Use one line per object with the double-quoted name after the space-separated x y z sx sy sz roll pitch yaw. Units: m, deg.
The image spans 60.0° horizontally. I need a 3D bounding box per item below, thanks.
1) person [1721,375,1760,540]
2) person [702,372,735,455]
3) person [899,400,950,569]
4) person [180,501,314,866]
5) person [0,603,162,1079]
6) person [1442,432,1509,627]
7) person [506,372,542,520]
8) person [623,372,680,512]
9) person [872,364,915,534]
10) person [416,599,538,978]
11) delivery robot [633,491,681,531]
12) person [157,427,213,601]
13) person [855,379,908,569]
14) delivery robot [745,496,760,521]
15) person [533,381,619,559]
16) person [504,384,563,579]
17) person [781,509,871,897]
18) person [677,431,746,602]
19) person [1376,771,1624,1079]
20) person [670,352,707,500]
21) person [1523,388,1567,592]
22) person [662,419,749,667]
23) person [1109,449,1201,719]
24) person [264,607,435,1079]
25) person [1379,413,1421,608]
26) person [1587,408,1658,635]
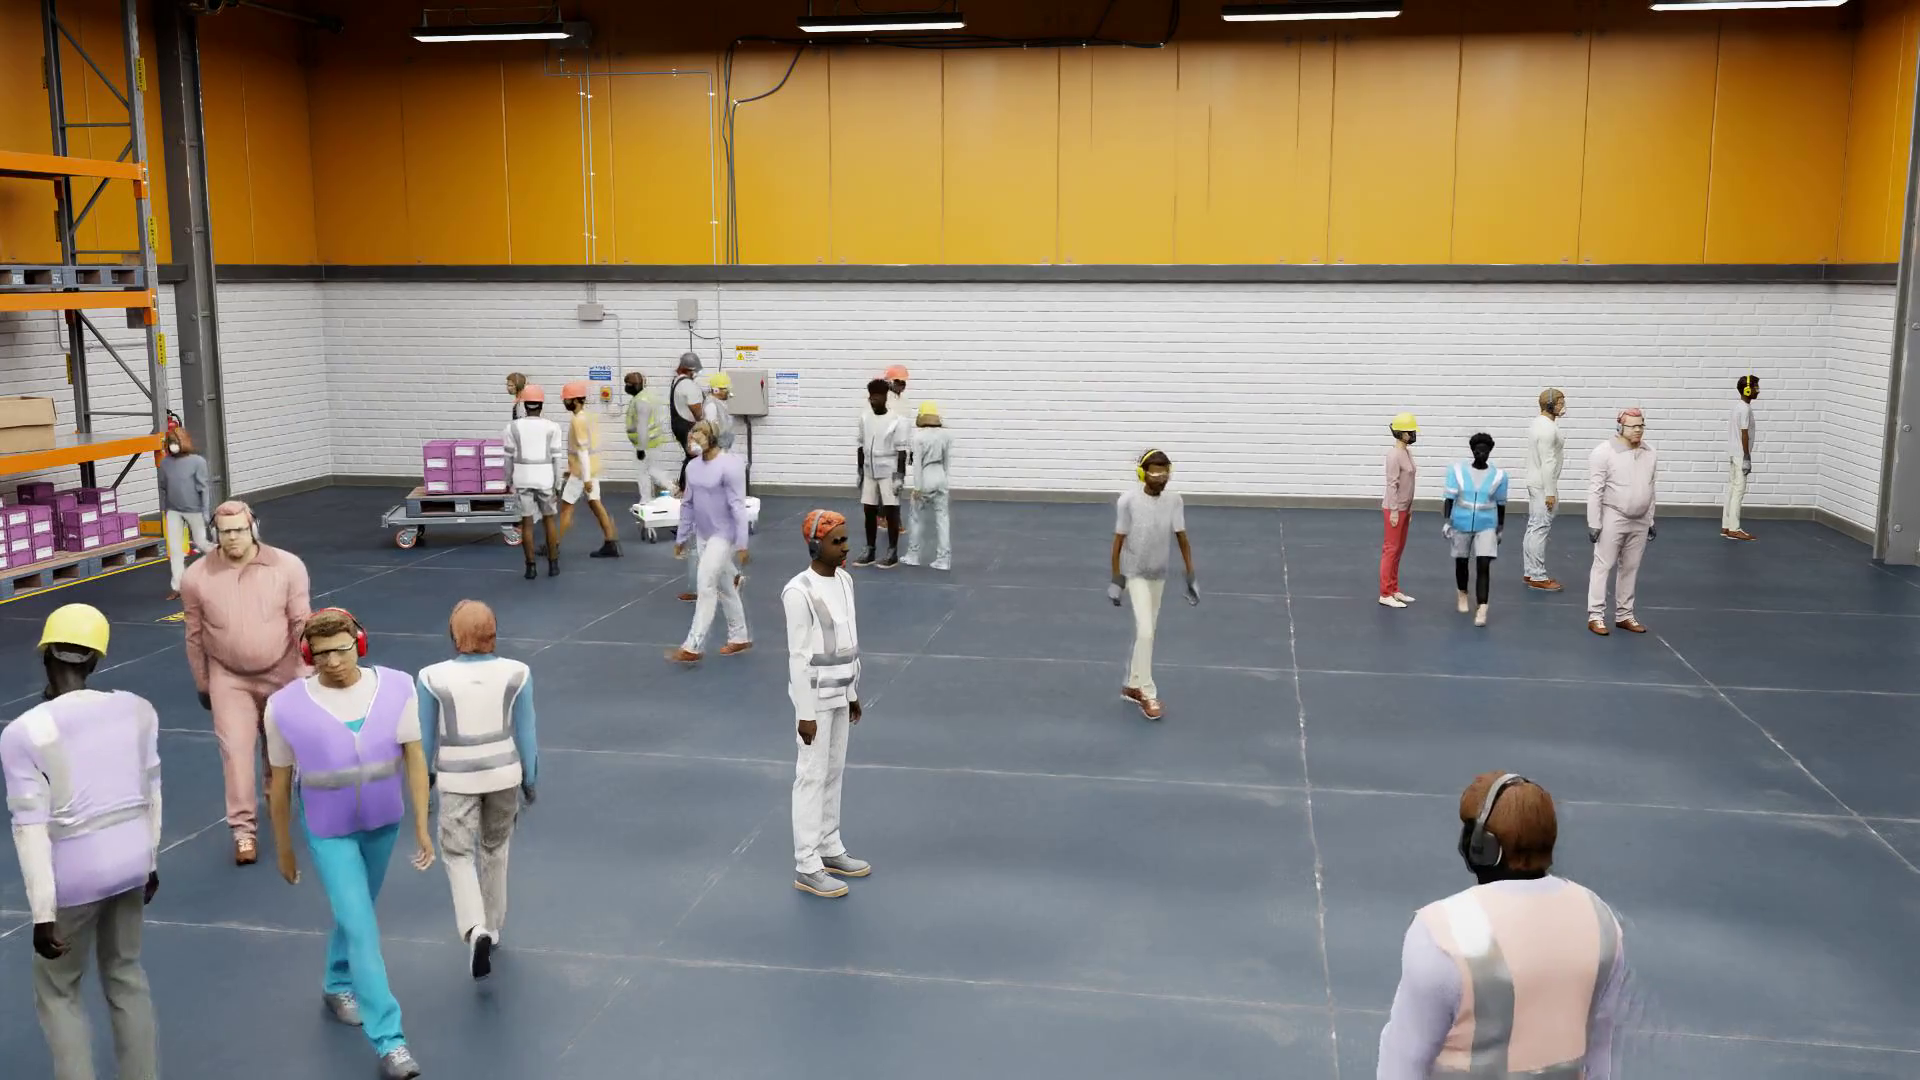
8.915 -0.943 18.947 0.328 1.872 0.514 2 9 10 "person"
-2.971 -1.149 20.407 0.447 1.812 0.656 0 9 2 "person"
-0.351 -0.573 17.100 0.508 1.712 0.747 -7 12 -38 "person"
-3.776 0.695 8.875 0.634 1.860 1.029 -4 10 -24 "person"
-3.017 1.169 5.801 0.543 1.879 0.605 5 10 28 "person"
4.489 -0.125 14.519 0.536 1.659 0.823 3 10 19 "person"
-5.359 -1.121 20.197 0.630 1.821 0.505 -3 10 -20 "person"
-3.887 -1.222 20.919 0.682 1.801 0.675 -3 10 -20 "person"
-0.746 -1.043 19.216 0.435 1.977 0.655 7 12 38 "person"
-2.081 1.070 7.228 0.526 1.614 0.678 -5 10 -26 "person"
-3.329 -0.313 18.820 0.707 0.478 0.477 -5 10 -28 "delivery robot"
-7.247 -0.277 15.629 0.505 1.606 0.758 1 9 4 "person"
-0.826 -0.681 17.072 0.640 1.953 0.413 6 11 33 "person"
-2.669 -0.366 19.144 0.707 0.478 0.477 -5 10 -28 "delivery robot"
-4.074 -0.729 17.555 0.935 1.890 0.547 0 9 2 "person"
-4.220 -0.578 16.487 0.560 1.927 0.427 -3 9 -15 "person"
-0.656 0.787 8.177 0.355 1.882 0.576 3 10 20 "person"
-2.305 -0.217 15.199 0.609 1.615 0.511 5 10 27 "person"
1.352 1.479 4.094 0.637 1.821 0.784 -5 10 -27 "person"
-3.482 -1.465 21.657 0.537 2.000 0.720 -4 10 -24 "person"
5.595 -0.486 15.901 0.372 1.940 0.631 2 9 10 "person"
-2.010 0.023 12.847 0.939 1.897 0.663 -8 12 -40 "person"
1.349 0.289 11.402 0.554 1.829 0.787 -5 10 -28 "person"
-2.349 1.122 6.412 0.554 1.780 0.991 -8 12 -40 "person"
4.012 -0.277 15.135 0.310 1.768 0.533 5 10 29 "person"
5.567 -0.153 13.933 0.652 1.906 0.403 -3 10 -16 "person"
